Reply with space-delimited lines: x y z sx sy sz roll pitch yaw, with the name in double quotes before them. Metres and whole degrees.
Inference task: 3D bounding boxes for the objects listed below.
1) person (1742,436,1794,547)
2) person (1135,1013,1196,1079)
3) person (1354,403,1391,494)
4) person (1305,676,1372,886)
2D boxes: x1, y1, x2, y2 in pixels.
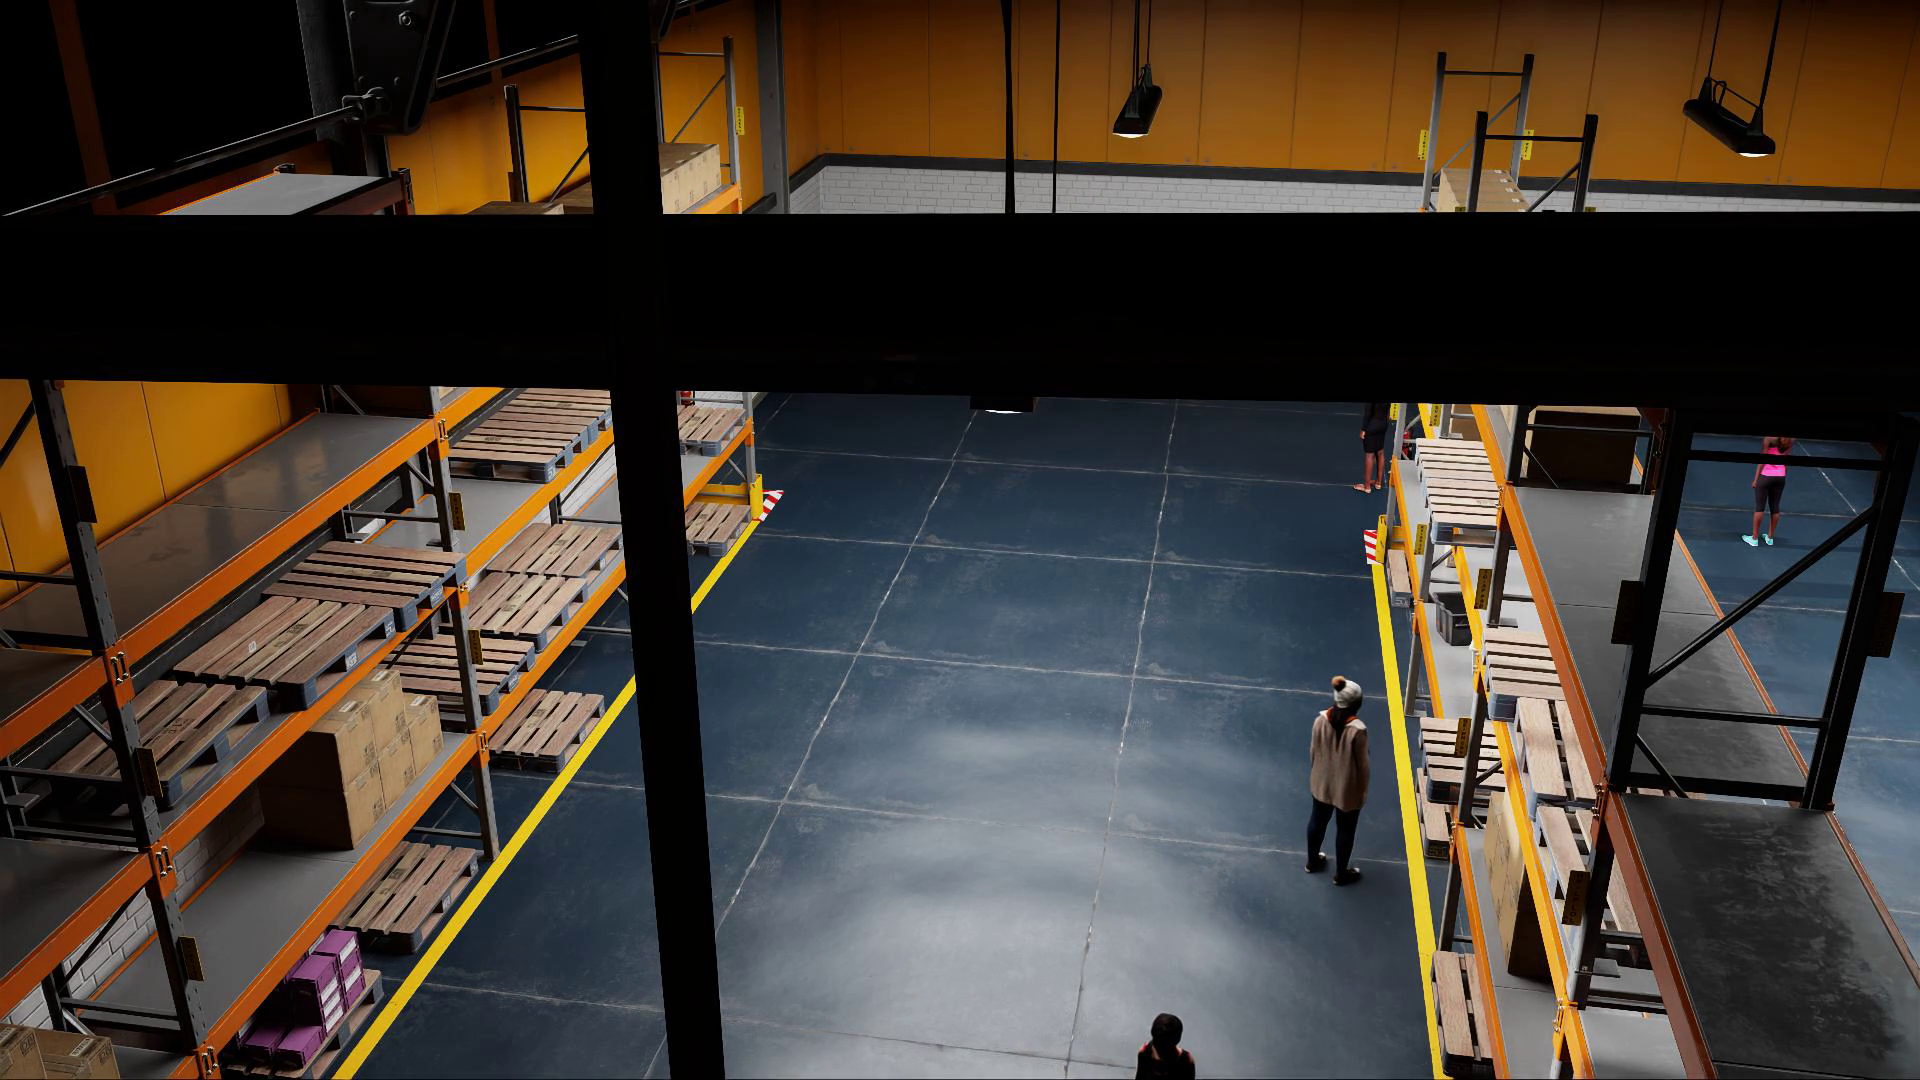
"person" 10.004 -0.753 20.509 0.609 1.722 0.612 -2 24 -4
"person" 1.313 3.659 10.631 0.594 1.549 0.579 10 26 22
"person" 5.535 -1.481 22.177 0.677 1.720 0.732 -15 28 -31
"person" 3.169 2.002 13.983 0.822 1.901 0.858 22 32 40
